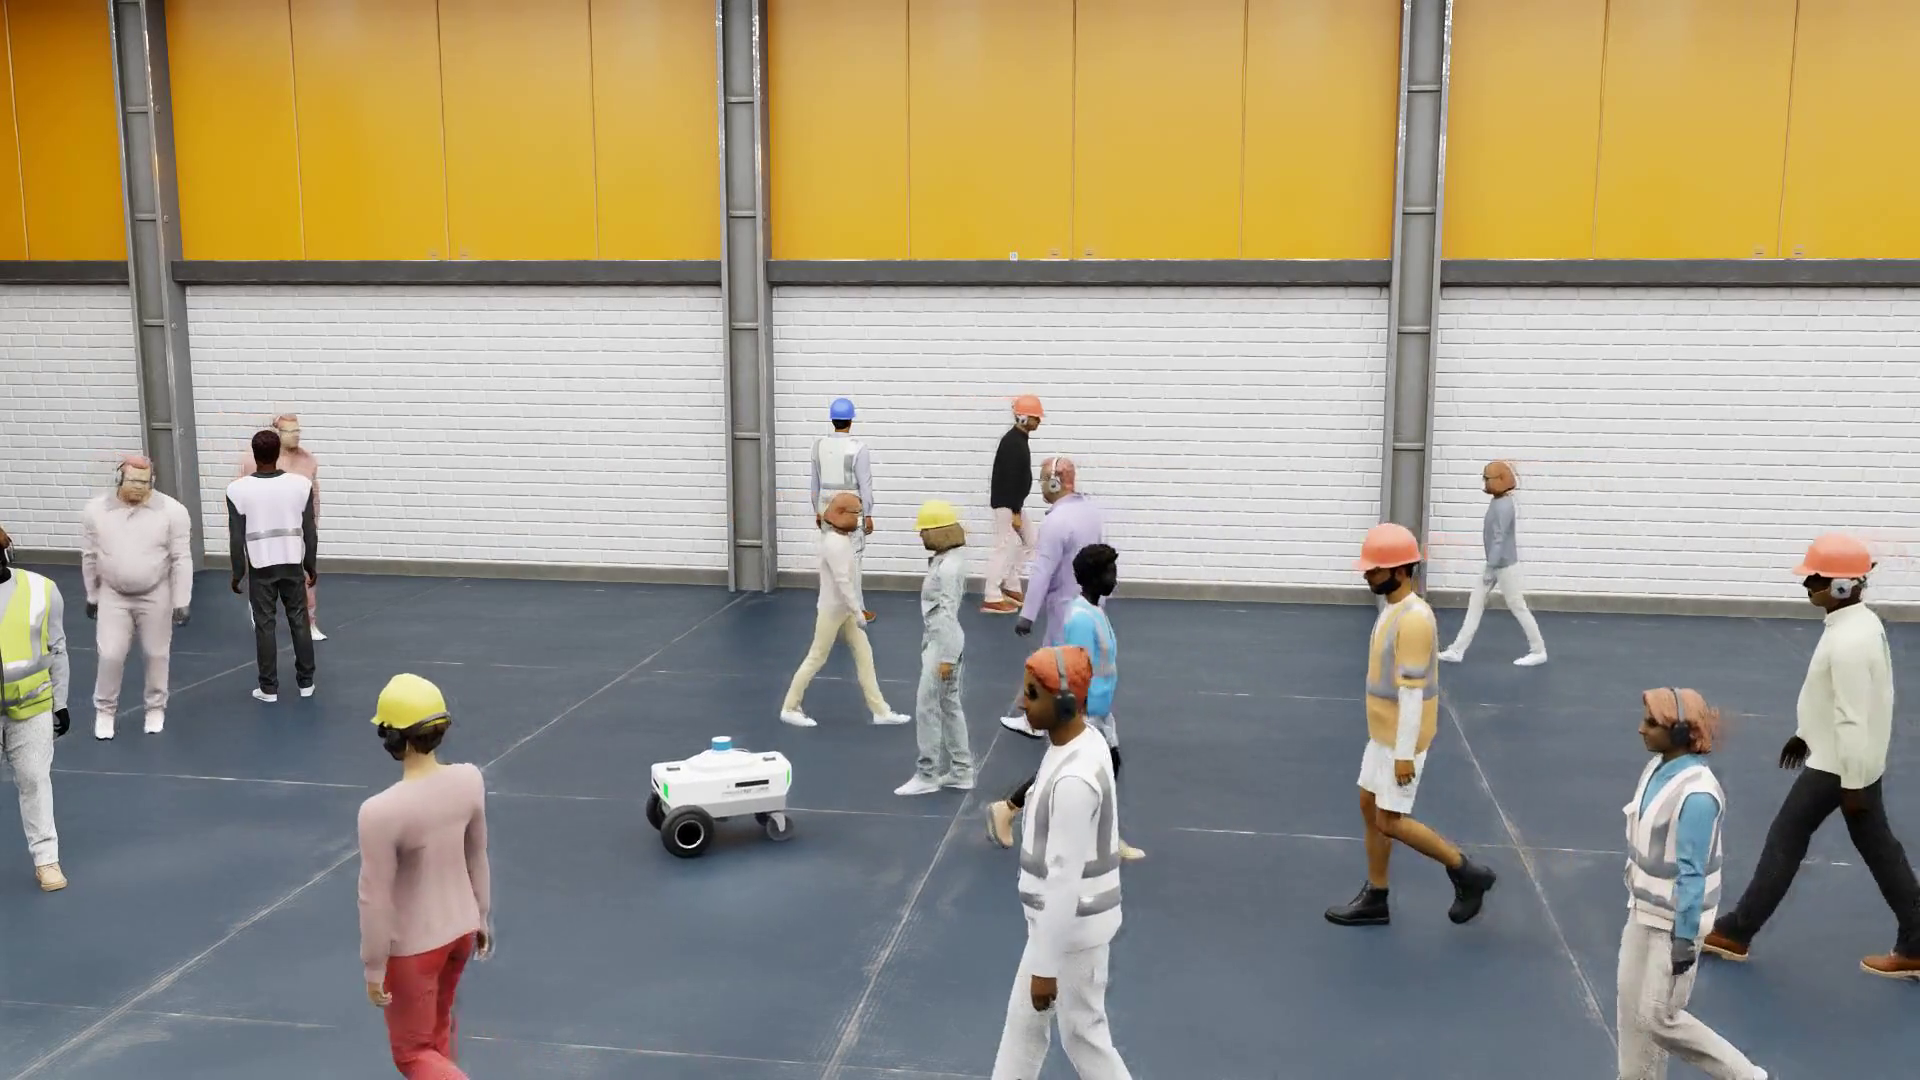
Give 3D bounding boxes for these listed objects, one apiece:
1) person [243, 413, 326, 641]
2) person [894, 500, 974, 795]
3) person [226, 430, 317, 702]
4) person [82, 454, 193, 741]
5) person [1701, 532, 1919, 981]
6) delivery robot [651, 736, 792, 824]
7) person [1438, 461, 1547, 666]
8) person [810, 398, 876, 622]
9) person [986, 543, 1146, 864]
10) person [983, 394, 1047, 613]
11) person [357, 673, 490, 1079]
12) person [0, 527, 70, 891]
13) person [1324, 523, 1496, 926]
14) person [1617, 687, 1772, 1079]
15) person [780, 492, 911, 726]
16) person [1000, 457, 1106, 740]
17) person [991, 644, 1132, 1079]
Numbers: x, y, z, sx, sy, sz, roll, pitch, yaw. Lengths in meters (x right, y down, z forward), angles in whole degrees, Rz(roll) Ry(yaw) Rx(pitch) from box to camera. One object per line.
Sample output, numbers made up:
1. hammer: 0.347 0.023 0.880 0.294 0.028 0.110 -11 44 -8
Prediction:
1. person: -5.548 -0.110 13.642 0.641 1.884 0.658 7 12 38
2. person: -0.144 0.625 9.613 0.473 1.729 0.520 0 9 -2
3. person: -4.833 0.185 11.733 0.588 1.920 0.392 -6 11 -34
4. person: -5.324 0.363 10.806 0.674 1.865 0.525 -3 10 -16
5. person: 3.751 0.924 7.135 1.045 1.941 0.629 6 11 34
6. delivery robot: -1.262 1.288 8.835 0.707 0.478 0.477 -4 10 -21
7. person: 4.125 0.187 12.745 0.873 1.581 0.510 1 9 7
8. person: -1.000 -0.247 14.297 0.614 1.948 0.386 5 11 30
9. person: 0.554 0.828 8.512 0.766 1.665 0.537 2 9 14
10. person: 0.474 -0.314 14.678 0.583 1.958 0.626 1 9 8
11. person: -1.684 1.299 5.406 0.713 1.746 0.528 5 10 27
12. person: -4.641 0.821 8.050 0.627 1.844 0.429 -6 11 -35
13. person: 2.063 0.864 7.562 0.649 1.913 0.553 0 9 3
14. person: 2.500 1.302 5.755 0.504 1.617 0.521 1 9 4
15. person: -0.797 0.466 11.003 0.860 1.582 0.493 2 9 10
16. person: 0.565 0.411 10.482 0.892 1.866 0.663 4 10 21
17. person: 0.310 1.245 5.404 0.814 1.855 0.600 0 9 2
